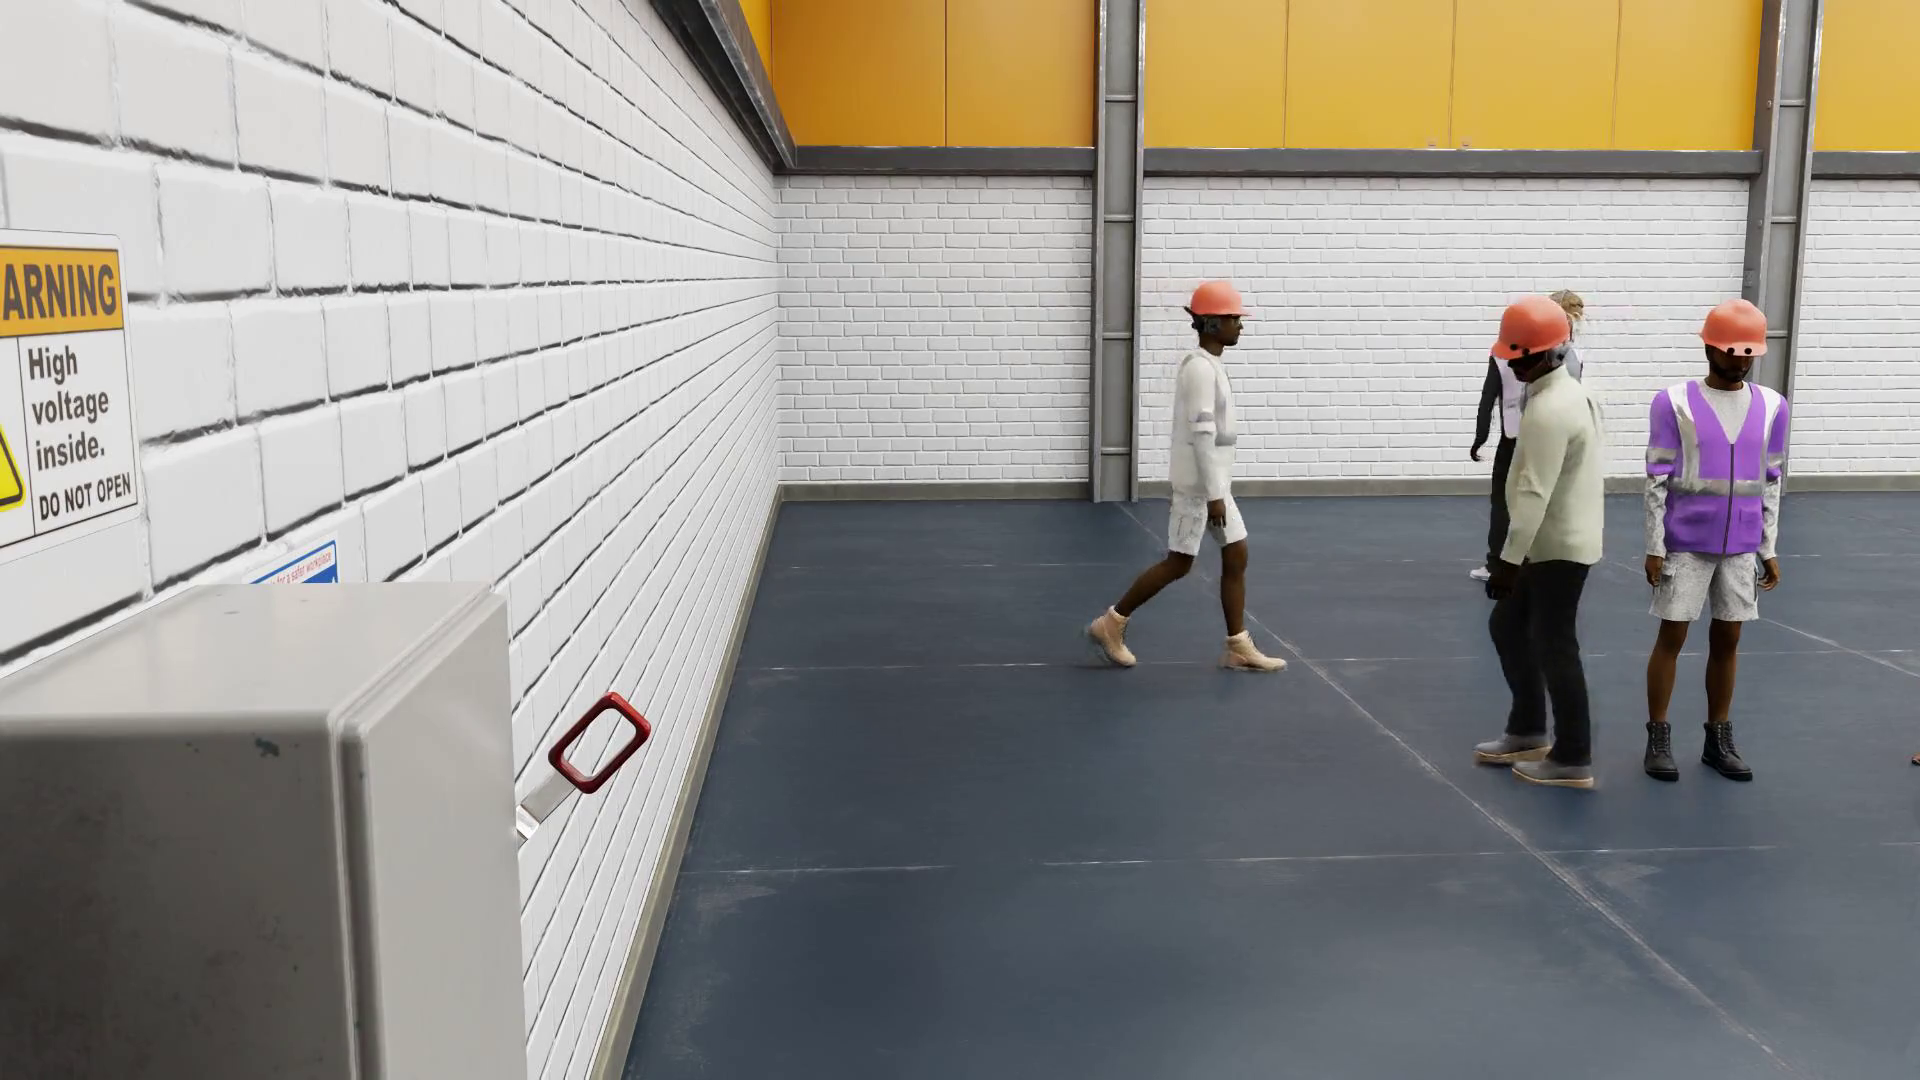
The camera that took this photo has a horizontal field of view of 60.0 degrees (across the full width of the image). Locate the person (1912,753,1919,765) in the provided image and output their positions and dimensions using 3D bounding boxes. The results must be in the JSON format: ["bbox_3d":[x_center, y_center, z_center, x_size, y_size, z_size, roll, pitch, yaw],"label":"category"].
[{"bbox_3d":[4.190,0.034,6.672,0.327,1.874,0.520,-6,11,-35],"label":"person"}]

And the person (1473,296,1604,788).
[{"bbox_3d":[2.244,0.029,6.490,0.603,1.941,0.644,3,10,18],"label":"person"}]

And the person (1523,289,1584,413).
[{"bbox_3d":[3.754,-0.614,10.548,0.373,1.937,0.630,5,10,28],"label":"person"}]

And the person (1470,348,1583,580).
[{"bbox_3d":[3.714,-0.639,10.891,0.670,1.880,0.386,1,9,5],"label":"person"}]

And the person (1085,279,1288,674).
[{"bbox_3d":[1.147,-0.309,8.412,0.973,2.015,0.600,3,9,16],"label":"person"}]

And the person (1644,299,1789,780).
[{"bbox_3d":[3.017,0.009,6.655,0.542,1.929,0.368,0,9,1],"label":"person"}]
